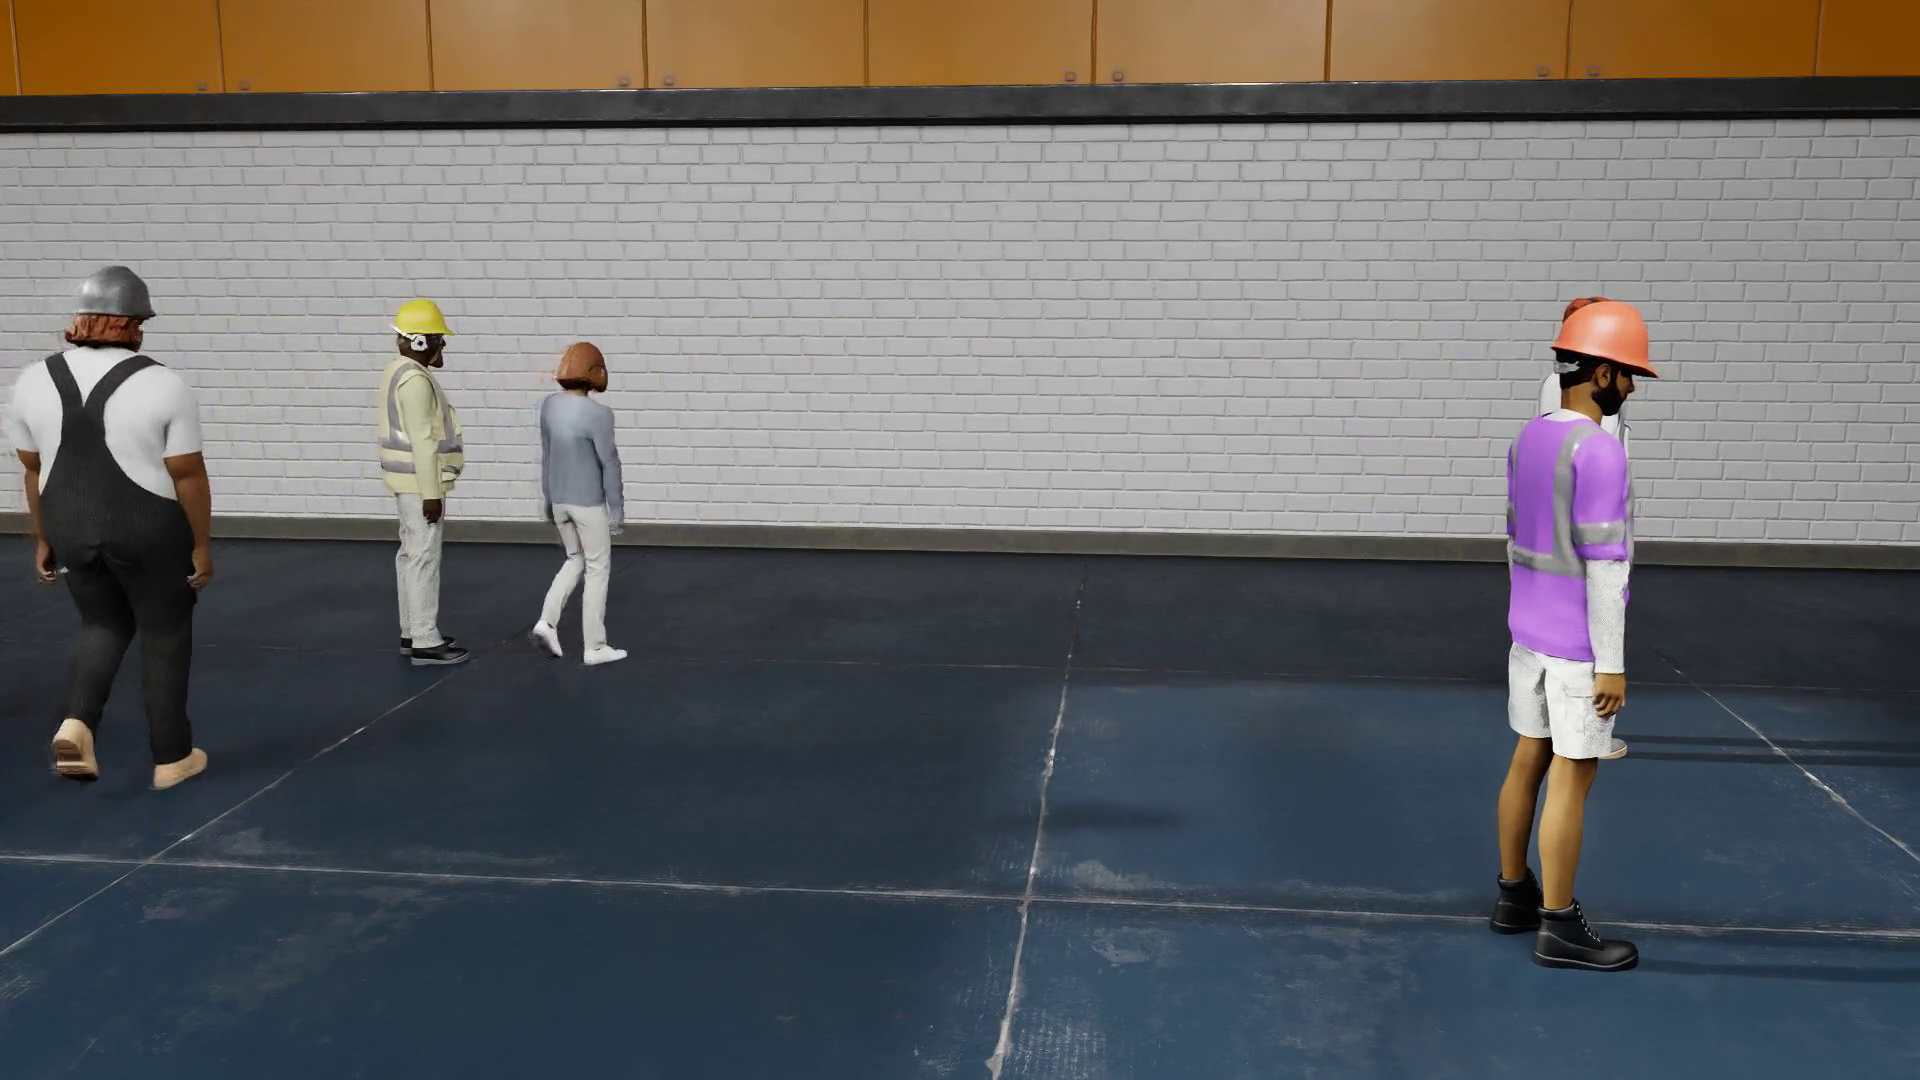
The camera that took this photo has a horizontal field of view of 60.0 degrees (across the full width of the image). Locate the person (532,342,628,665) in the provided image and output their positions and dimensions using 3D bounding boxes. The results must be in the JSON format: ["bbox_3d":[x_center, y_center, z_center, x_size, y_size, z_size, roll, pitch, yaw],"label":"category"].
[{"bbox_3d":[-1.901,-0.170,8.242,0.519,1.622,0.419,8,12,37],"label":"person"}]

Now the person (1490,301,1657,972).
[{"bbox_3d":[1.793,0.278,4.847,0.369,1.929,0.542,-1,10,-8],"label":"person"}]

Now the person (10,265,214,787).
[{"bbox_3d":[-3.177,-0.039,6.336,0.695,2.000,0.625,0,10,2],"label":"person"}]

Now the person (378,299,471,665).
[{"bbox_3d":[-2.703,-0.292,8.390,0.404,1.827,0.600,-5,11,-27],"label":"person"}]

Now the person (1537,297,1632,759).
[{"bbox_3d":[2.555,-0.051,6.851,0.352,1.884,0.580,-1,10,-6],"label":"person"}]
